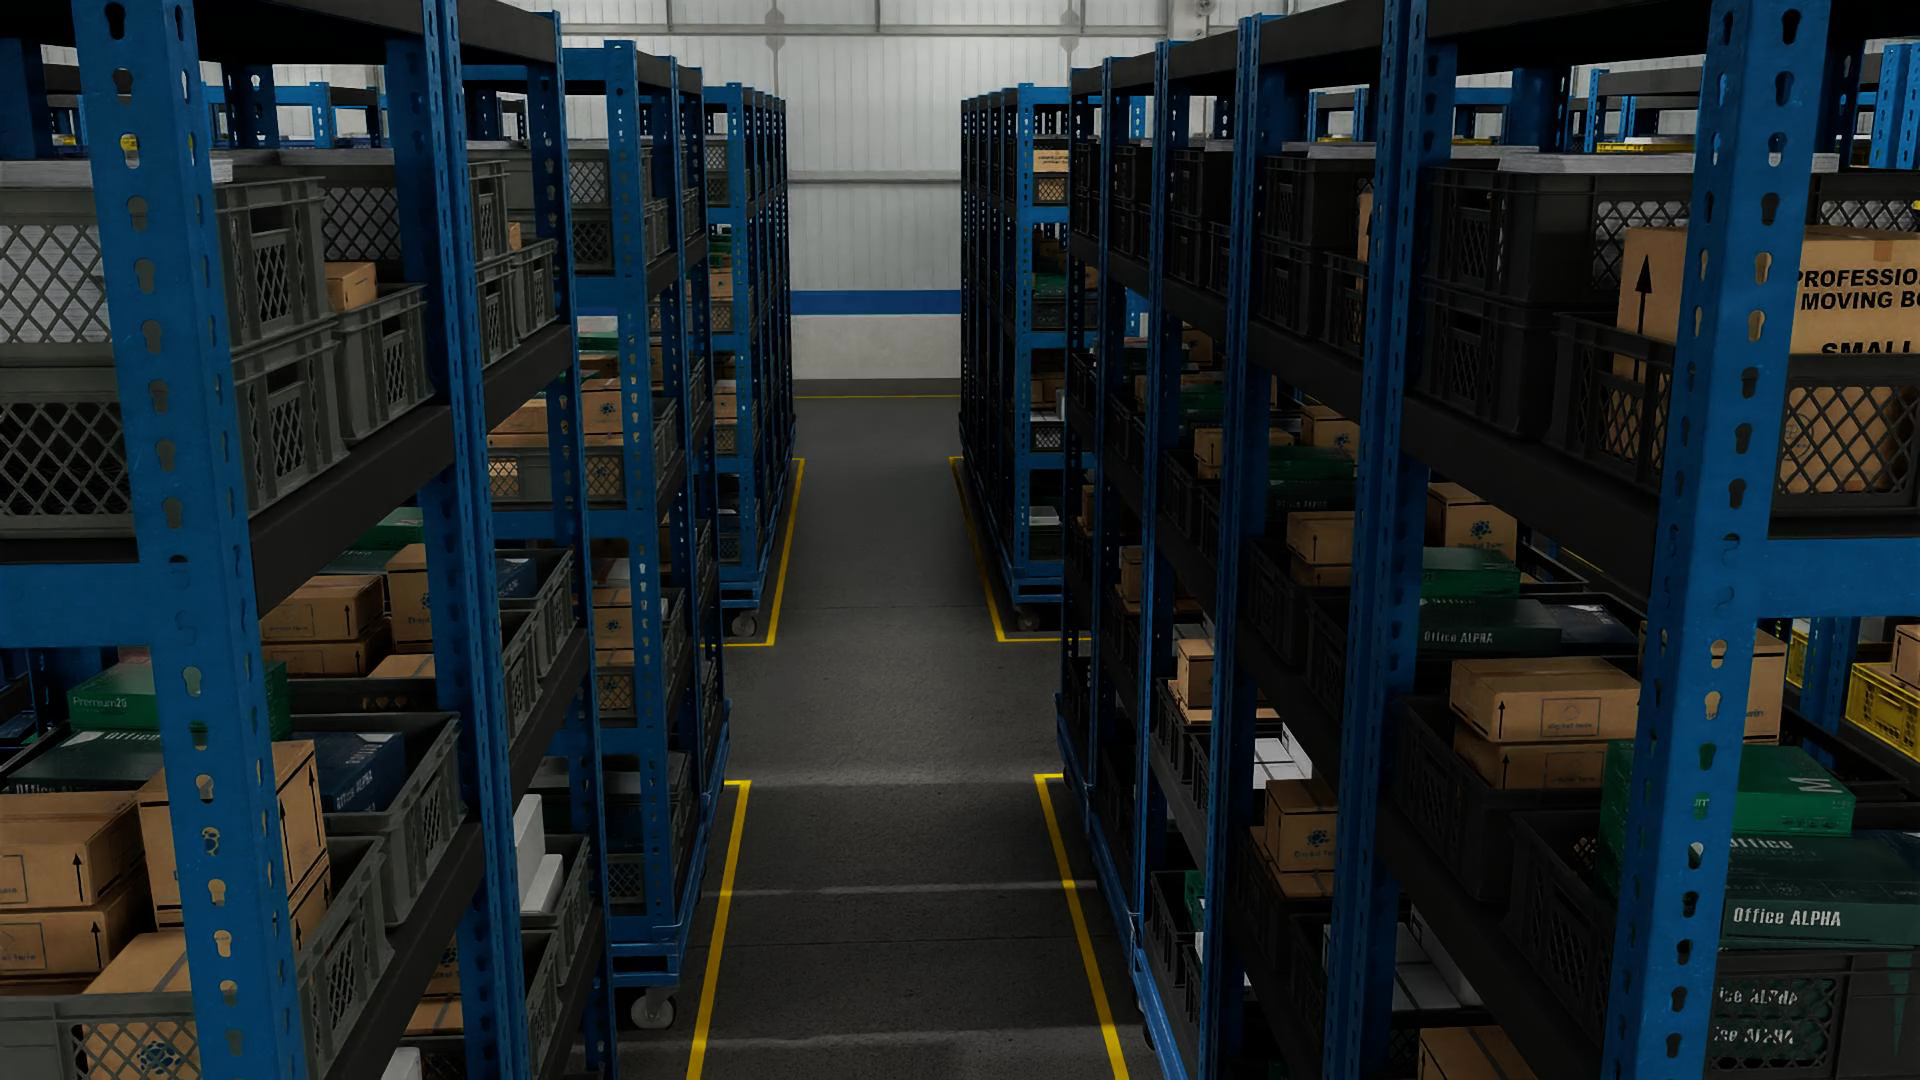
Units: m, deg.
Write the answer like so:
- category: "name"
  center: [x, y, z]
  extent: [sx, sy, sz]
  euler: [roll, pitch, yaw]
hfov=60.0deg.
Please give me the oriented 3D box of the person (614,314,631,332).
- category: "person"
  center: [-3.014, -1.293, 15.251]
  extent: [0.615, 1.799, 0.869]
  euler: [0, 14, -1]
